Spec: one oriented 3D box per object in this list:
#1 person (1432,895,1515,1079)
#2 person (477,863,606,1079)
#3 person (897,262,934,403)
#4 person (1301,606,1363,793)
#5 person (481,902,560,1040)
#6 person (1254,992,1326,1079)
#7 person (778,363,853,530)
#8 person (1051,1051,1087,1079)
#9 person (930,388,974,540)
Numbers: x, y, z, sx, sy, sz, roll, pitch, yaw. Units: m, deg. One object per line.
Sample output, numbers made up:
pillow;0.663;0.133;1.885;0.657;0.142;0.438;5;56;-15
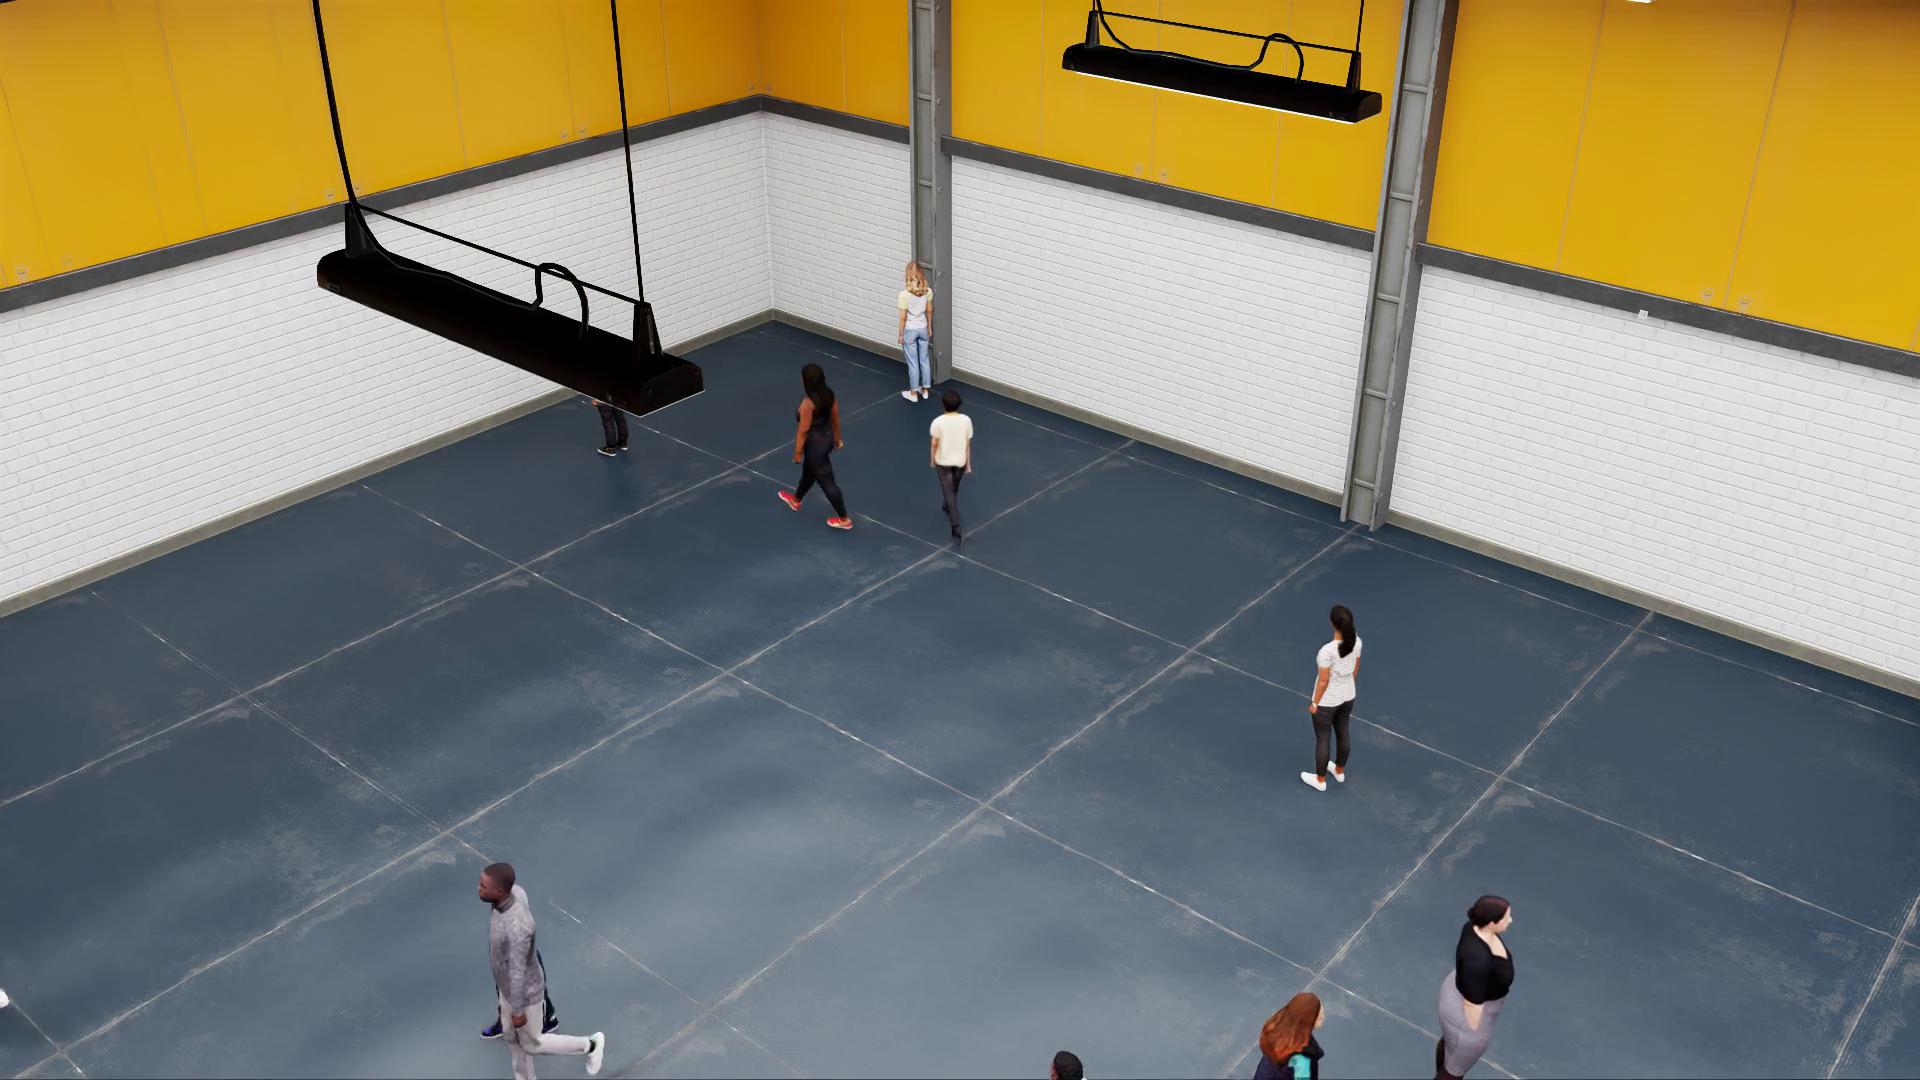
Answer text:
person;3.061;2.849;10.089;0.740;1.756;0.744;9;30;16
person;-2.611;2.728;10.247;0.972;1.817;1.019;-15;32;-26
person;-0.535;-2.493;19.918;0.684;1.722;0.633;-18;33;-29
person;2.965;1.243;13.151;0.634;1.643;0.625;-15;32;-26
person;-2.799;2.739;10.832;0.665;1.237;0.692;-19;34;-30
person;1.838;3.227;9.698;1.050;1.466;0.917;1;29;1
person;-1.377;-0.913;16.983;1.256;1.758;0.842;15;32;26
person;0.647;3.460;9.502;0.568;1.245;0.711;-18;34;-30
person;-0.074;-0.741;16.889;0.921;1.547;1.081;-8;30;-15
